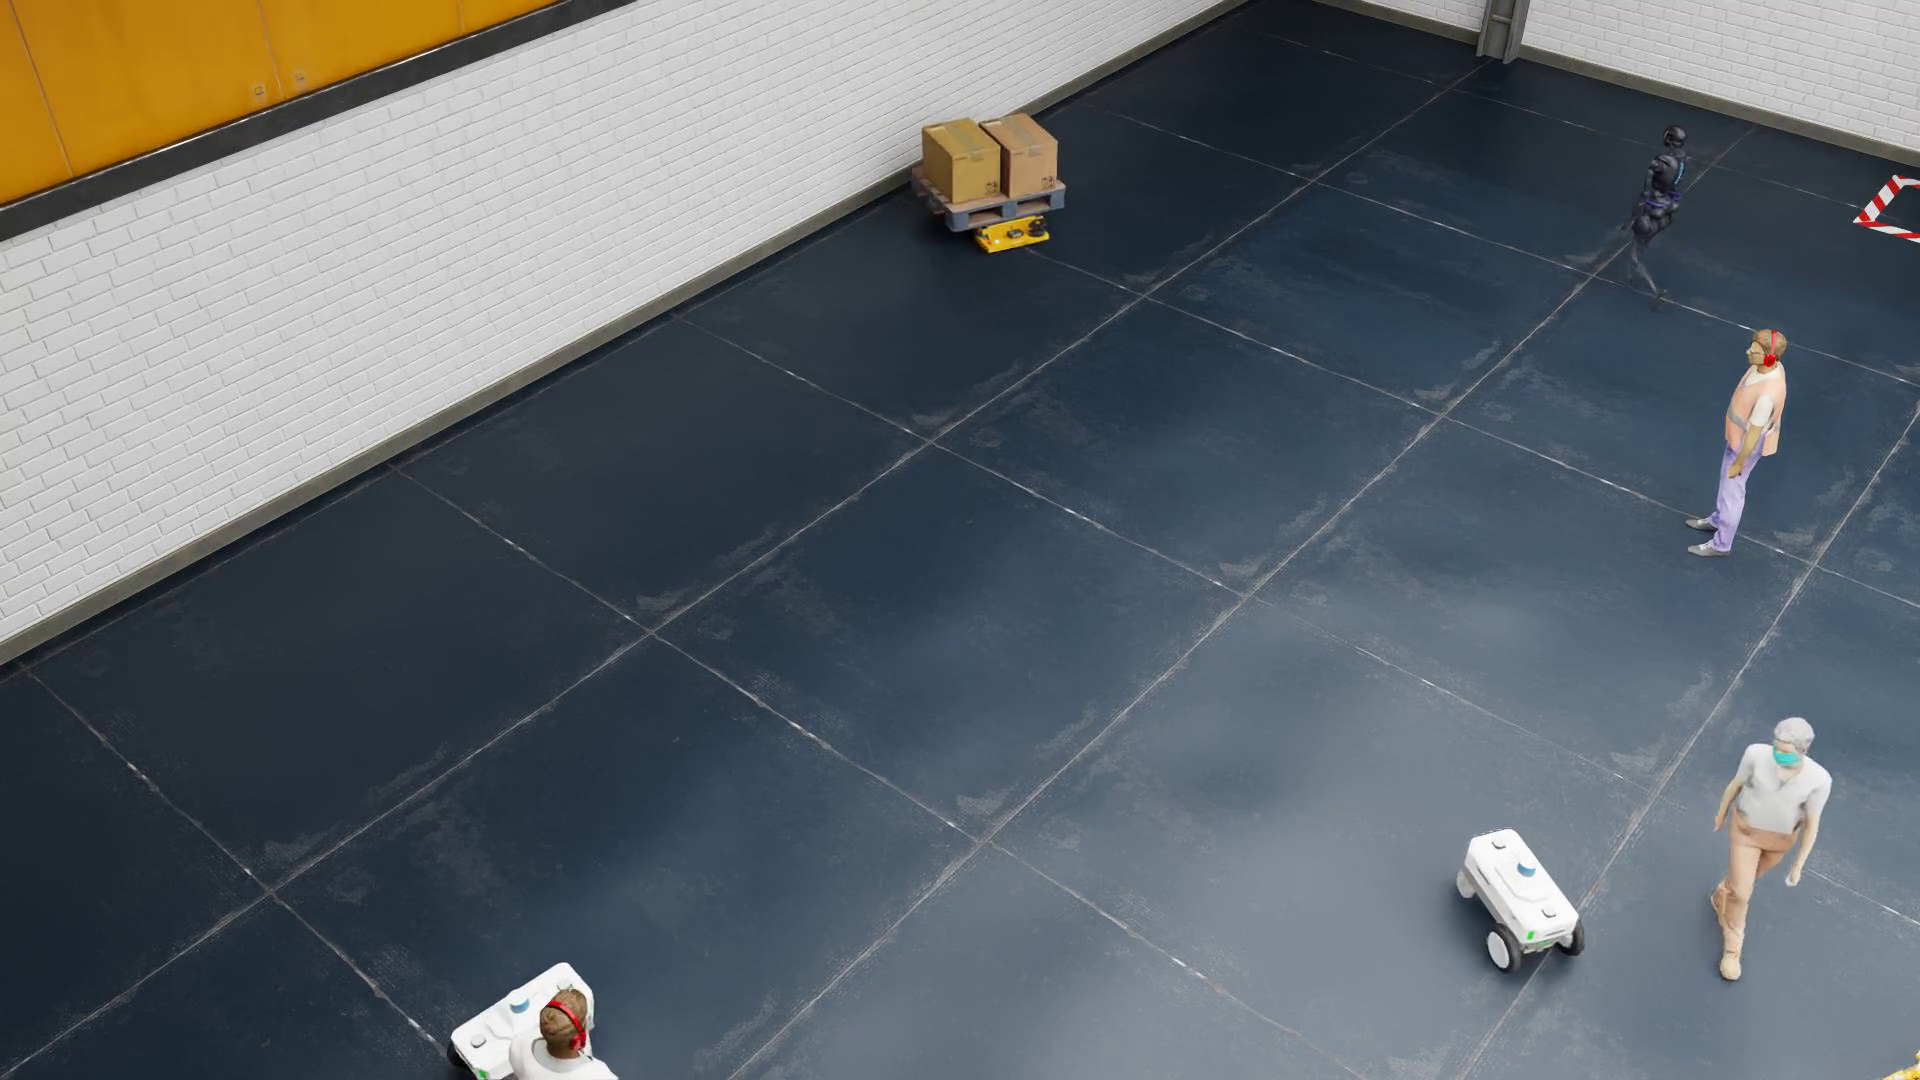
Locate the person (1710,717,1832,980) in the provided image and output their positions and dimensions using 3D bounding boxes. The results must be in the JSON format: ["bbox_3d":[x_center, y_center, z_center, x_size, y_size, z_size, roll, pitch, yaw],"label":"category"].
[{"bbox_3d":[4.385,1.645,9.101,0.440,1.705,0.649,10,40,12],"label":"person"}]

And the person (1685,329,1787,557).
[{"bbox_3d":[5.617,-0.689,11.897,0.391,1.836,0.559,11,40,14],"label":"person"}]

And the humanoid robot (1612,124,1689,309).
[{"bbox_3d":[6.221,-2.890,14.761,0.593,1.635,0.643,-23,44,-26],"label":"humanoid robot"}]

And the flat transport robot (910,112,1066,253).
[{"bbox_3d":[0.258,-3.261,16.334,0.659,0.231,1.431,-17,42,-20],"label":"flat transport robot"}]

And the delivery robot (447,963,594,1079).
[{"bbox_3d":[-2.314,2.612,8.809,0.757,0.585,0.503,-30,47,-32],"label":"delivery robot"}]

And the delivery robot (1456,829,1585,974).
[{"bbox_3d":[3.199,2.048,9.520,0.499,0.600,0.802,-11,40,-13],"label":"delivery robot"}]

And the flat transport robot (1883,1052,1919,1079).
[{"bbox_3d":[5.577,2.853,8.745,1.431,0.231,0.659,-17,42,-20],"label":"flat transport robot"}]

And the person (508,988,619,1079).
[{"bbox_3d":[-1.741,2.736,7.646,0.566,1.834,0.404,17,42,20],"label":"person"}]
